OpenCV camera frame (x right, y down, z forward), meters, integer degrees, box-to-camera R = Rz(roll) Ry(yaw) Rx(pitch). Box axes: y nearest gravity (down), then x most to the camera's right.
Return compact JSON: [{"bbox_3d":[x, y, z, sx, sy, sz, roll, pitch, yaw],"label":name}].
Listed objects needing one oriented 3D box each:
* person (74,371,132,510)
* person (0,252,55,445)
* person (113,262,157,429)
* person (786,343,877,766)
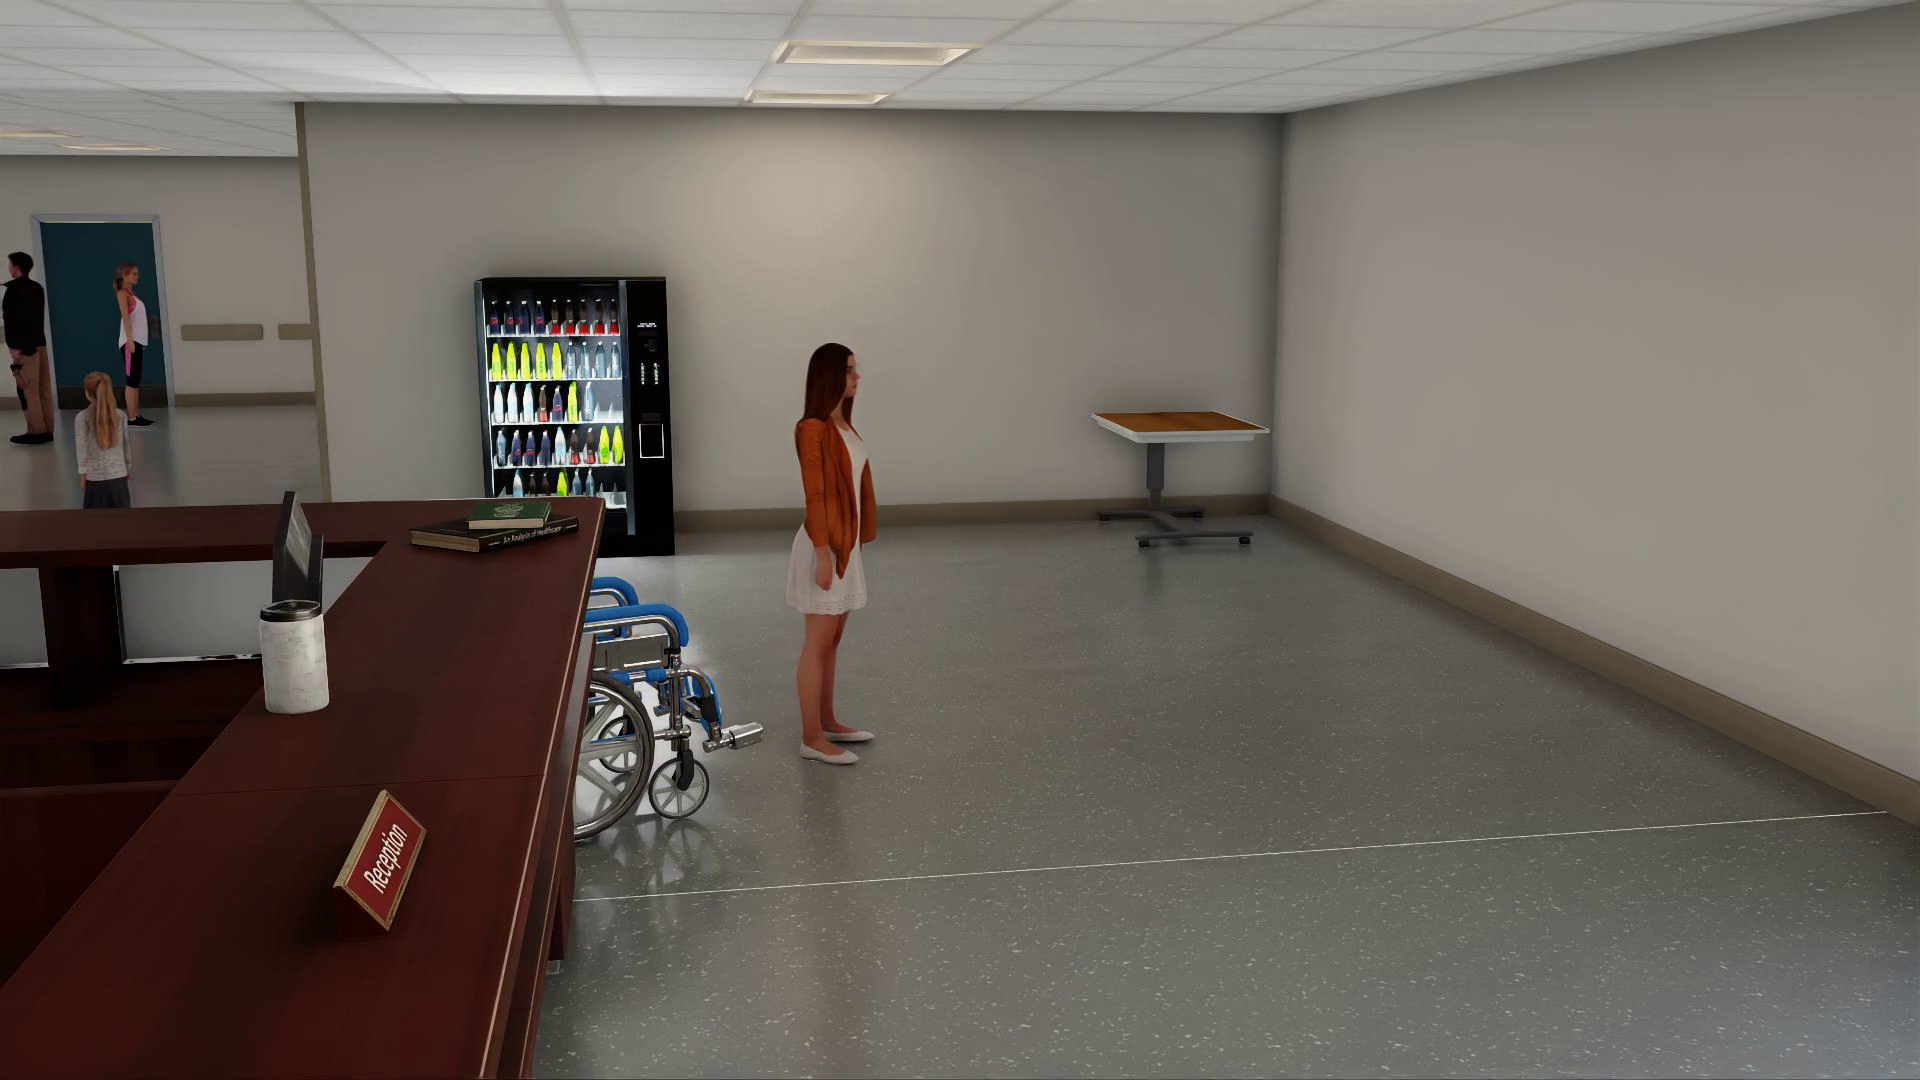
[{"bbox_3d":[-5.451,-0.441,10.610,0.655,1.275,0.598,7,13,31],"label":"person"},{"bbox_3d":[-9.415,-1.943,16.804,0.643,1.924,0.723,0,11,-2],"label":"person"},{"bbox_3d":[-9.046,-2.129,18.148,0.537,1.789,0.615,-3,11,-14],"label":"person"},{"bbox_3d":[-0.553,0.041,6.887,0.675,1.723,0.682,2,11,10],"label":"person"}]
